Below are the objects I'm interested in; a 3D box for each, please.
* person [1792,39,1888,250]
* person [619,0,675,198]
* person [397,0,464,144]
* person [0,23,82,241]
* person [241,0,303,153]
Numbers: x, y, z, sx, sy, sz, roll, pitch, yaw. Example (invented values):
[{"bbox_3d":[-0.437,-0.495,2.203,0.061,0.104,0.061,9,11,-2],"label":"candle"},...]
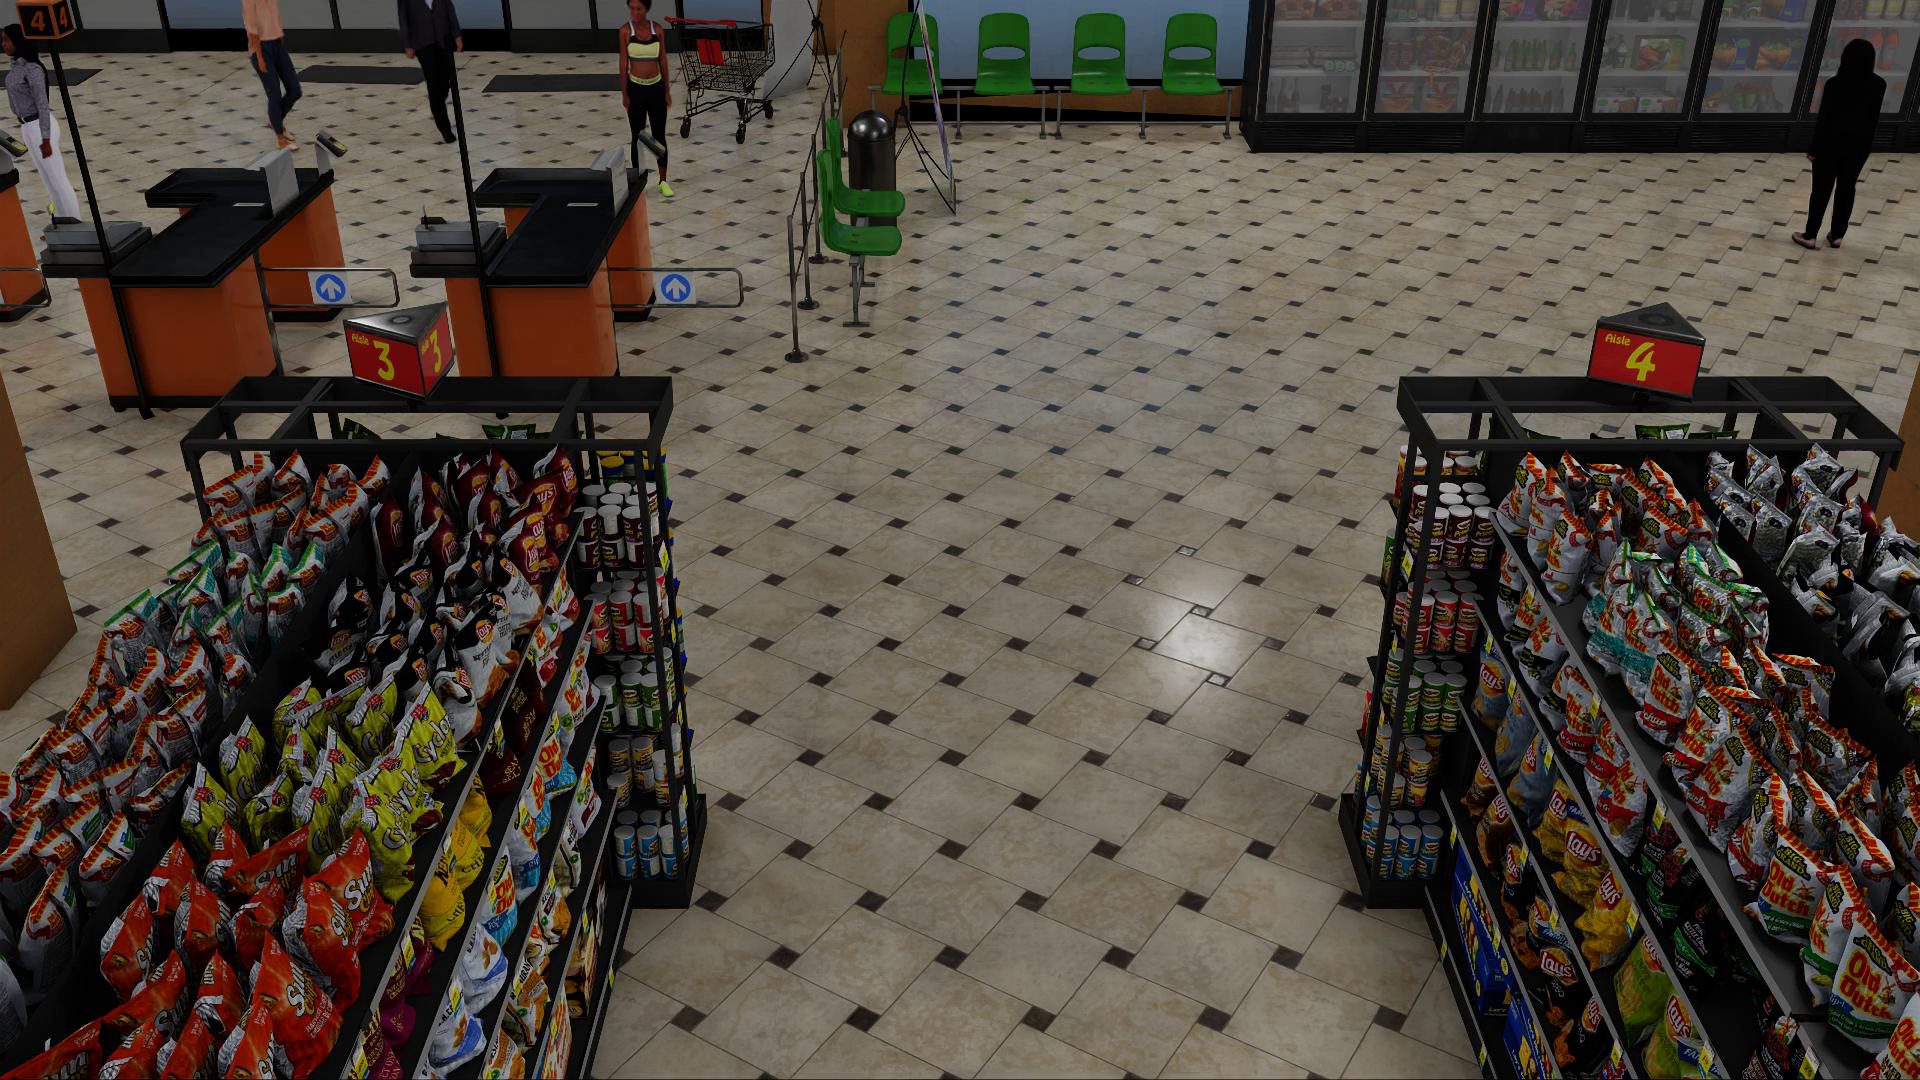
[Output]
[{"bbox_3d":[6.906,-3.089,13.023,0.625,1.612,0.601,0,29,0],"label":"person"},{"bbox_3d":[-2.675,-3.800,14.178,0.628,1.754,0.608,-10,30,-17],"label":"person"},{"bbox_3d":[-5.075,-4.797,15.944,1.142,1.812,1.262,-21,35,-33],"label":"person"},{"bbox_3d":[-7.226,-3.182,13.077,0.669,1.725,0.728,25,38,38],"label":"person"},{"bbox_3d":[-6.481,-4.498,15.431,0.788,1.778,0.725,14,31,23],"label":"person"}]
